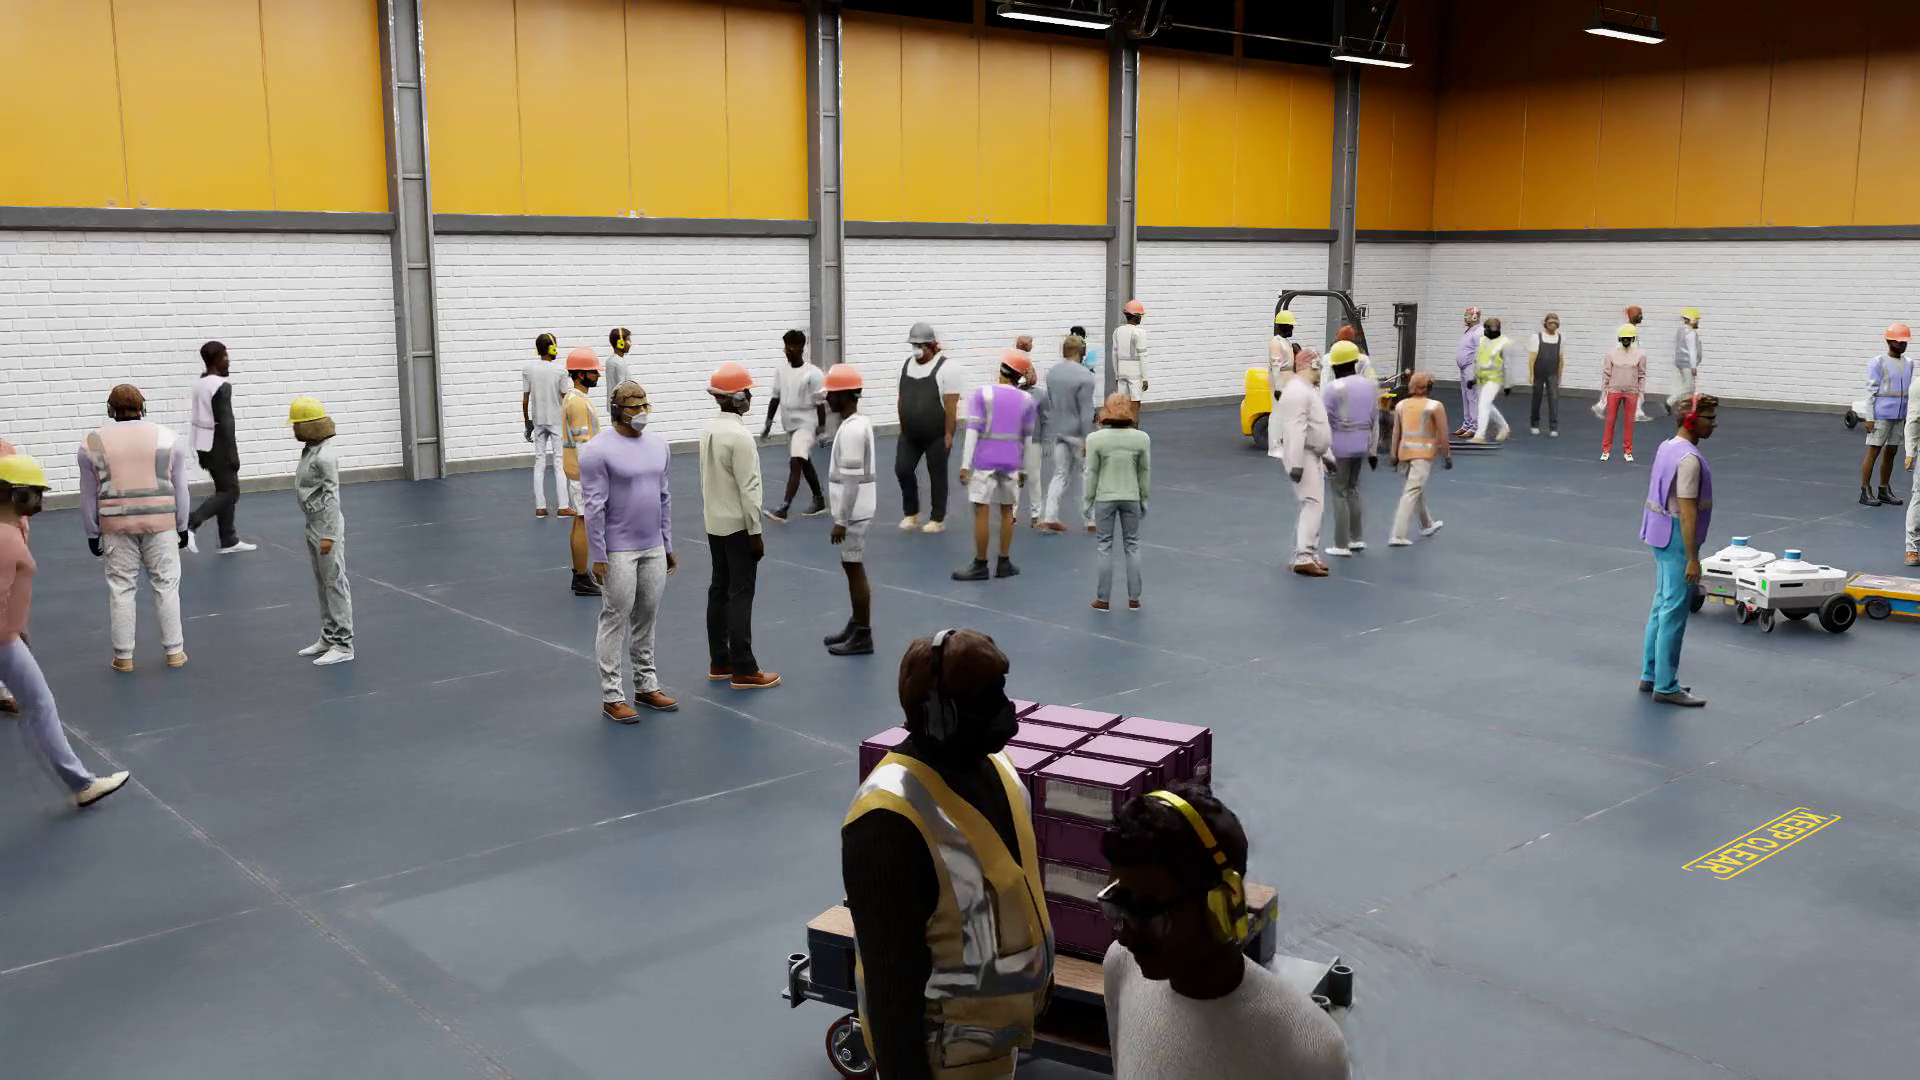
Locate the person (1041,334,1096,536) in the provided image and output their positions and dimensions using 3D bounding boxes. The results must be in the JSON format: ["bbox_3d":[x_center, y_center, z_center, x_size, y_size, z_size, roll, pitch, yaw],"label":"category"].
[{"bbox_3d":[1.038,-0.988,15.705,0.666,1.907,0.646,-8,13,-39],"label":"person"}]

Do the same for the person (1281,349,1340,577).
[{"bbox_3d":[2.893,-0.644,13.848,0.466,1.865,0.753,4,11,24],"label":"person"}]

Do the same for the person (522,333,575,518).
[{"bbox_3d":[-4.152,-1.150,16.790,0.518,1.865,0.323,1,10,8],"label":"person"}]

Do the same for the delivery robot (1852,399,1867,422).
[{"bbox_3d":[13.843,-1.981,25.186,0.477,0.478,0.707,0,9,-1],"label":"delivery robot"}]

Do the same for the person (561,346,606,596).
[{"bbox_3d":[-2.915,-0.535,12.970,0.354,1.939,0.544,-3,10,-17],"label":"person"}]

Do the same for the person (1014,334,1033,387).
[{"bbox_3d":[0.711,-1.913,21.971,0.566,1.617,0.535,3,10,19],"label":"person"}]

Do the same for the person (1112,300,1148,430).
[{"bbox_3d":[2.357,-2.250,22.702,0.376,2.041,0.615,-7,12,-37],"label":"person"}]

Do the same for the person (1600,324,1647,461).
[{"bbox_3d":[8.528,-1.886,21.386,0.533,1.767,0.327,3,10,17],"label":"person"}]

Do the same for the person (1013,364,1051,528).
[{"bbox_3d":[0.624,-0.928,16.162,0.508,1.632,0.265,2,10,14],"label":"person"}]

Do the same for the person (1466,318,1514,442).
[{"bbox_3d":[7.504,-2.247,23.455,0.898,1.780,0.614,-3,10,-19],"label":"person"}]

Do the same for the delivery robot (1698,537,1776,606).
[{"bbox_3d":[5.759,0.220,12.321,0.477,0.478,0.707,9,14,44],"label":"delivery robot"}]

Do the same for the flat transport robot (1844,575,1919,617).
[{"bbox_3d":[7.109,0.443,12.120,1.431,0.197,0.652,7,12,37],"label":"flat transport robot"}]

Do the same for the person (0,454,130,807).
[{"bbox_3d":[-4.438,0.469,7.741,0.927,1.712,0.552,-7,12,-36],"label":"person"}]

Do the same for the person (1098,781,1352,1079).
[{"bbox_3d":[0.395,1.280,2.636,0.634,1.834,0.679,-8,13,-41],"label":"person"}]

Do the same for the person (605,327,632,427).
[{"bbox_3d":[-3.656,-1.363,18.020,0.328,1.872,0.511,-5,11,-27],"label":"person"}]

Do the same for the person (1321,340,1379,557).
[{"bbox_3d":[3.337,-0.794,14.593,0.625,1.907,0.508,-6,11,-32],"label":"person"}]

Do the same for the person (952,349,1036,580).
[{"bbox_3d":[0.256,-0.603,13.584,0.739,1.884,0.312,-4,10,-20],"label":"person"}]

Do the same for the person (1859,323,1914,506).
[{"bbox_3d":[9.828,-1.320,17.567,0.552,1.935,0.368,-3,10,-16],"label":"person"}]

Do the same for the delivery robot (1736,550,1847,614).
[{"bbox_3d":[5.880,0.313,11.777,0.707,0.478,0.477,-2,10,-11],"label":"delivery robot"}]

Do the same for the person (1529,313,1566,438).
[{"bbox_3d":[8.589,-2.417,24.359,0.518,1.833,0.659,2,10,9],"label":"person"}]

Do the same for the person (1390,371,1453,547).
[{"bbox_3d":[4.241,-0.748,15.261,0.894,1.582,0.510,-7,12,-35],"label":"person"}]

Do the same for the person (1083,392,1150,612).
[{"bbox_3d":[1.165,-0.277,12.356,0.503,1.632,0.266,-2,10,-10],"label":"person"}]

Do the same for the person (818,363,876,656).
[{"bbox_3d":[-0.742,-0.198,11.006,0.373,1.934,0.552,0,10,-2],"label":"person"}]

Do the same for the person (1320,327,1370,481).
[{"bbox_3d":[4.422,-1.537,19.153,0.603,1.827,1.007,0,10,3],"label":"person"}]

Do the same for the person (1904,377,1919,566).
[{"bbox_3d":[8.354,-0.731,14.114,0.627,1.940,0.372,3,10,15],"label":"person"}]

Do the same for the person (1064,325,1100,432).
[{"bbox_3d":[1.710,-2.202,23.488,0.536,1.672,0.677,7,12,36],"label":"person"}]

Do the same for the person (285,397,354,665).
[{"bbox_3d":[-4.165,-0.062,10.792,0.311,1.736,0.483,-7,12,-34],"label":"person"}]

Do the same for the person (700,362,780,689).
[{"bbox_3d":[-1.375,-0.087,10.179,0.375,1.997,0.611,-7,12,-34],"label":"person"}]

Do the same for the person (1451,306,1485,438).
[{"bbox_3d":[7.436,-2.448,24.266,0.407,1.908,0.641,0,10,1],"label":"person"}]

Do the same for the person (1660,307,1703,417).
[{"bbox_3d":[11.666,-2.830,26.757,0.599,1.817,0.608,2,10,10],"label":"person"}]

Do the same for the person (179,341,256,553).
[{"bbox_3d":[-6.588,-0.794,14.594,0.648,1.901,0.610,-9,13,-43],"label":"person"}]

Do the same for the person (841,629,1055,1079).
[{"bbox_3d":[-0.006,1.100,3.676,0.429,1.846,0.625,4,10,21],"label":"person"}]

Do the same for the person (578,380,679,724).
[{"bbox_3d":[-1.869,0.058,9.499,0.372,1.940,0.631,7,12,35],"label":"person"}]

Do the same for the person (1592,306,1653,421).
[{"bbox_3d":[10.615,-2.805,26.543,0.891,1.851,0.575,3,10,17],"label":"person"}]

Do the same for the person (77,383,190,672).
[{"bbox_3d":[-5.243,-0.076,10.602,0.626,1.836,0.428,-4,11,-24],"label":"person"}]

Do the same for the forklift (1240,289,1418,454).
[{"bbox_3d":[5.034,-2.339,22.783,2.313,2.155,1.214,3,10,16],"label":"forklift"}]

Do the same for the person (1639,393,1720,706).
[{"bbox_3d":[4.246,0.048,9.841,0.398,1.842,0.587,2,10,11],"label":"person"}]

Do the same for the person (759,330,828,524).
[{"bbox_3d":[-1.650,-1.134,16.560,0.625,1.908,1.021,9,13,42],"label":"person"}]

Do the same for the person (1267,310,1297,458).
[{"bbox_3d":[4.227,-2.043,21.830,0.366,1.927,0.588,4,11,23],"label":"person"}]

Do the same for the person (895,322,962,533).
[{"bbox_3d":[-0.327,-1.067,15.787,0.697,2.000,0.544,5,11,27],"label":"person"}]

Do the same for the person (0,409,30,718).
[{"bbox_3d":[-5.507,0.067,9.332,0.404,1.982,0.614,5,11,26],"label":"person"}]
